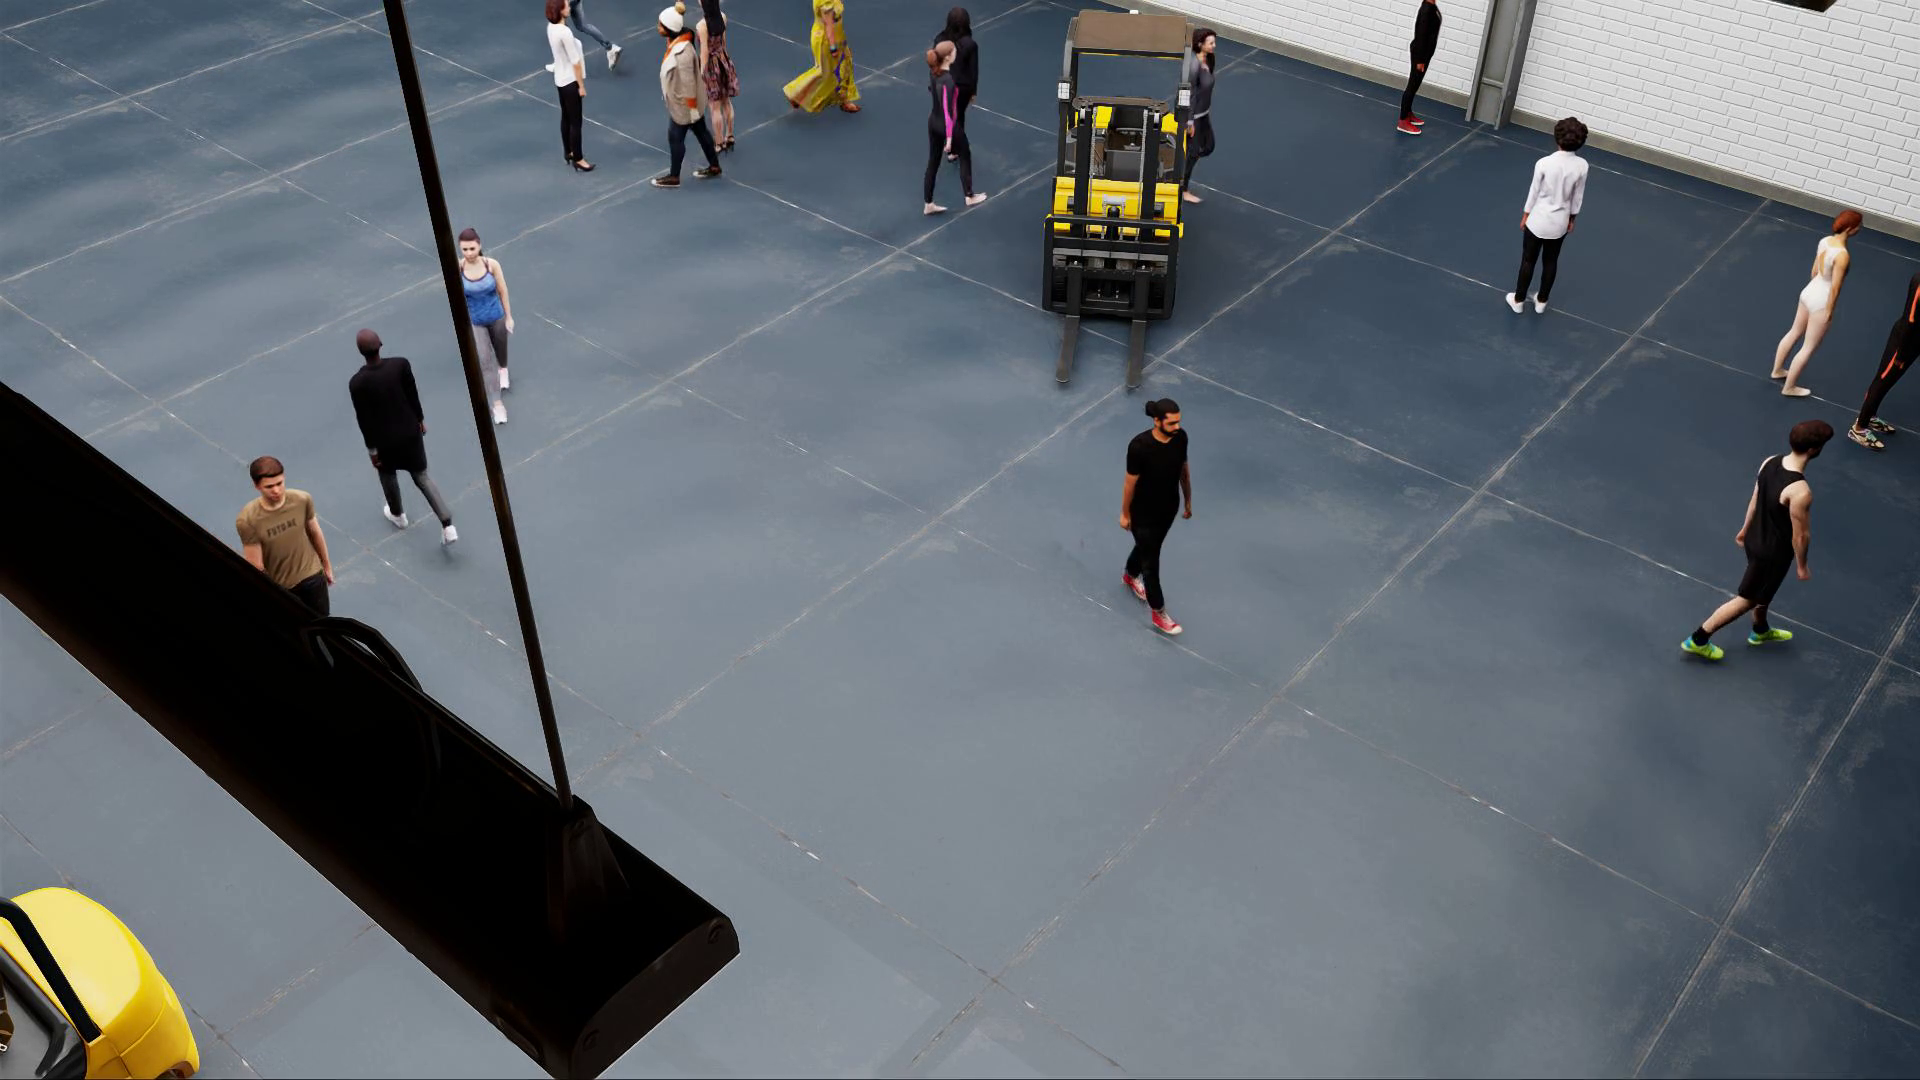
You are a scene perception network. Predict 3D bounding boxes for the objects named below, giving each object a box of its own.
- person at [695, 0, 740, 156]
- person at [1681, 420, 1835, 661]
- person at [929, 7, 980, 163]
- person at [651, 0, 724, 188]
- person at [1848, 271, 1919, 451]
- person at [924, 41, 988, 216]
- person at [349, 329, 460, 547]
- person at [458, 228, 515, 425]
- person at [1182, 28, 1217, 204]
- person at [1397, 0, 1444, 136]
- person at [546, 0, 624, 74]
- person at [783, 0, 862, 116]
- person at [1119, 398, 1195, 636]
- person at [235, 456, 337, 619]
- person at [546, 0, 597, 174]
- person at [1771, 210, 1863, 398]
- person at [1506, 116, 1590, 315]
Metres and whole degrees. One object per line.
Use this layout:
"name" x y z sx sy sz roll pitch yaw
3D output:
"person" -2.509 -4.794 17.026 0.724 1.775 0.713 19 42 22
"person" 5.237 0.063 10.874 1.161 1.862 1.064 0 39 0
"person" -0.085 -4.551 16.867 0.883 1.593 0.914 6 39 8
"person" -2.610 -4.418 16.480 1.095 1.867 1.050 -4 39 -5
"person" 7.384 -1.575 12.968 0.524 1.808 0.625 29 47 31
"person" -0.233 -3.922 15.970 0.738 1.728 0.873 -26 45 -29
"person" -3.996 -0.680 11.912 0.732 1.727 1.159 -29 47 -32
"person" -3.824 -1.804 13.443 0.939 1.573 1.110 -10 40 -12
"person" 2.206 -4.149 16.233 0.777 1.755 0.680 19 42 22
"person" 4.868 -5.139 17.537 0.617 1.674 0.656 14 41 17
"person" -4.299 -6.076 18.586 1.254 1.830 1.015 7 39 9
"person" -1.479 -5.301 17.770 1.196 1.637 1.121 -2 39 -3
"person" 1.284 -0.254 11.374 0.796 1.733 1.036 -24 44 -27
"person" -4.332 0.216 10.702 0.751 1.837 1.035 -31 48 -33
"person" -3.952 -4.590 16.756 0.713 1.792 0.548 -24 45 -27
"person" 6.991 -1.947 13.566 0.652 1.643 0.600 -1 39 -2
"person" 5.153 -2.820 14.529 0.677 1.805 0.763 1 39 2
